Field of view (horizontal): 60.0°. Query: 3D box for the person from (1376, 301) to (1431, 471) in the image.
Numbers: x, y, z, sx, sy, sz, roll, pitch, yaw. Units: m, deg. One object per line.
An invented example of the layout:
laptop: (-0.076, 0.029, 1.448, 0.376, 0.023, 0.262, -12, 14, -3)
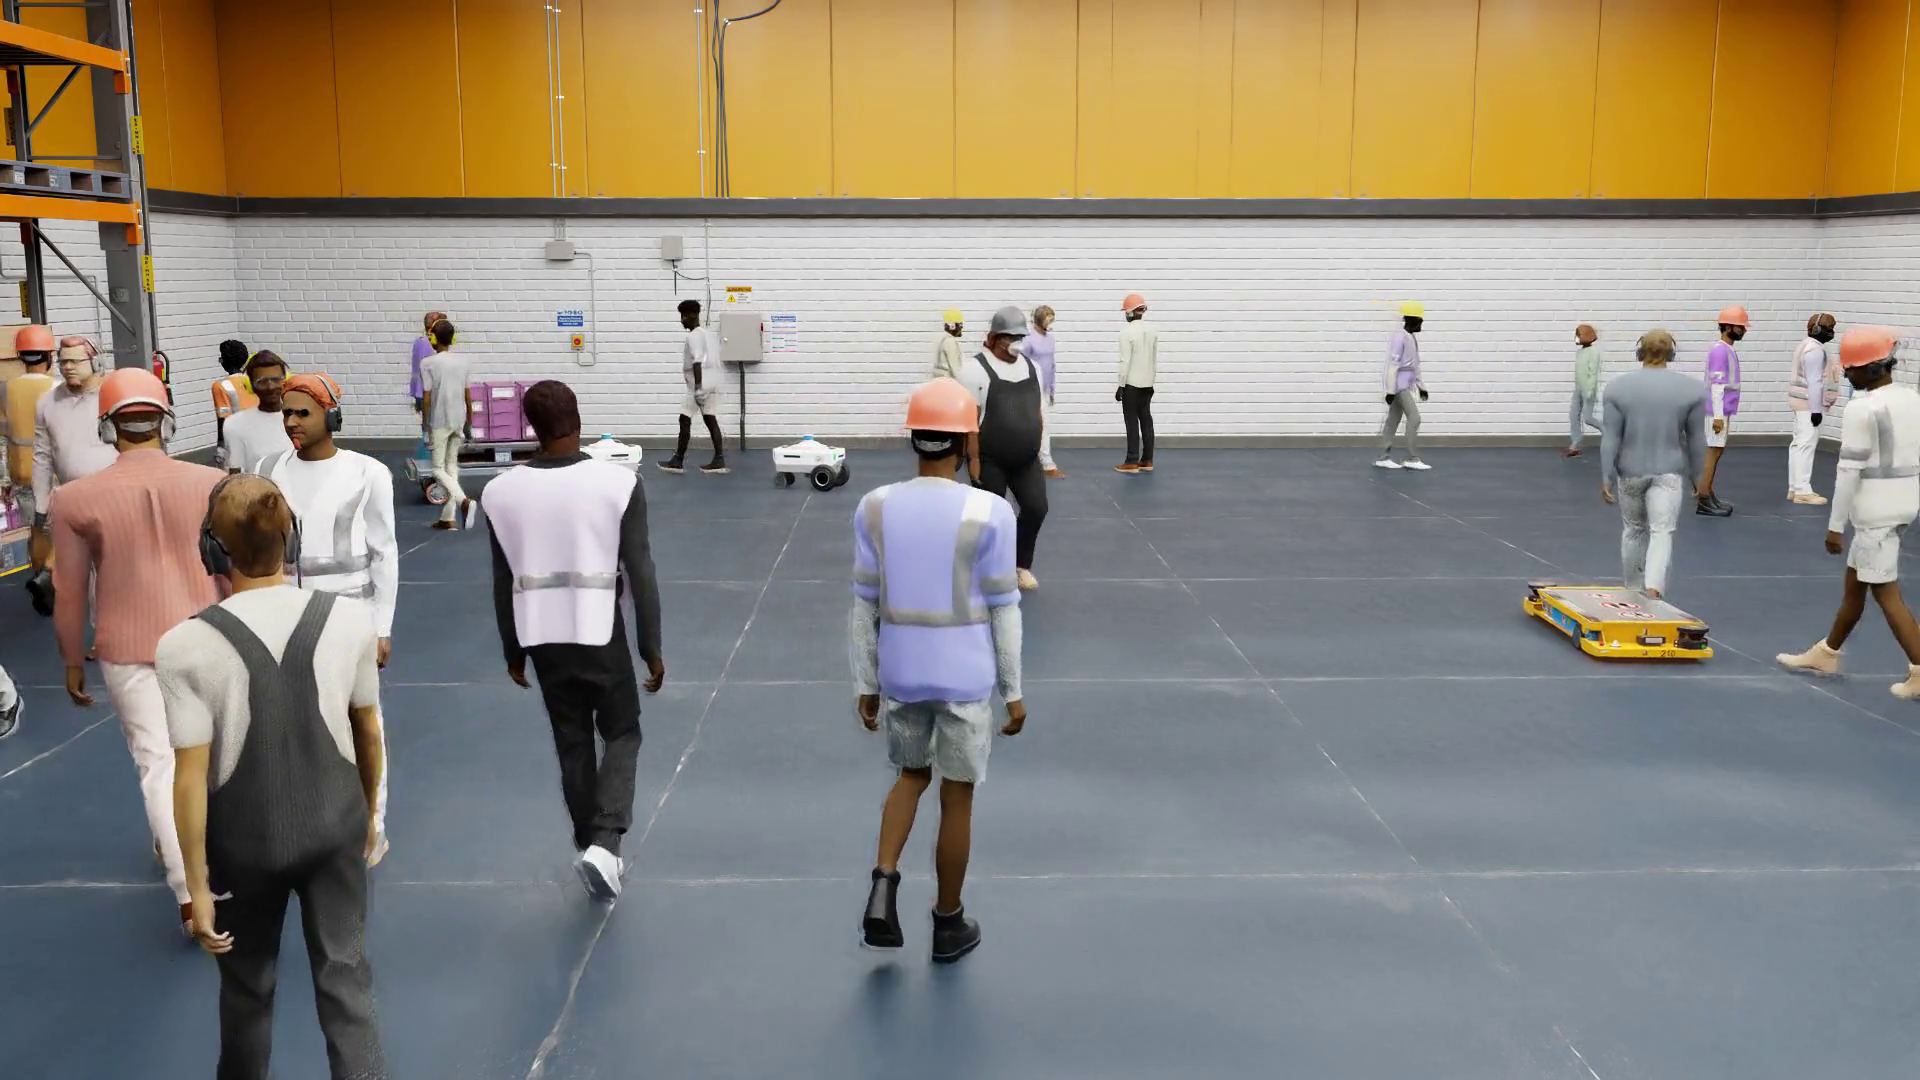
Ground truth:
person: (5.075, -1.728, 18.743, 0.788, 1.898, 0.597, 4, 10, 24)

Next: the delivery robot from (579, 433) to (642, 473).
delivery robot: (-3.662, -0.863, 17.260, 0.707, 0.478, 0.477, -2, 9, -15)

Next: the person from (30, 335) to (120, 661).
person: (-4.986, -0.225, 9.543, 0.681, 1.888, 0.507, 0, 9, 2)

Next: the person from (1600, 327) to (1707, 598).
person: (4.469, -0.427, 10.772, 0.637, 1.909, 0.964, 4, 10, 24)

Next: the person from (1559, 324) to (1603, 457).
person: (7.594, -1.794, 20.015, 0.594, 1.611, 0.505, -2, 9, -10)

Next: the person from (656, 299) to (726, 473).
person: (-3.008, -1.703, 18.489, 0.886, 1.922, 0.641, 1, 9, 9)

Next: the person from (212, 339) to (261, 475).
person: (-5.847, -0.778, 13.528, 0.322, 1.697, 0.532, 3, 10, 20)

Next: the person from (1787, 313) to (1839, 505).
person: (8.268, -1.271, 16.132, 0.430, 1.840, 0.623, 3, 10, 19)

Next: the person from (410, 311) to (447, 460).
person: (-5.534, -1.488, 17.499, 0.453, 1.822, 0.562, -7, 12, -38)

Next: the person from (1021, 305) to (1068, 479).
person: (0.784, -1.632, 18.221, 0.976, 1.895, 0.640, 6, 11, 34)

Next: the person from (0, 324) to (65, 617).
person: (-5.933, -0.423, 10.711, 0.549, 1.921, 0.671, -1, 9, -7)

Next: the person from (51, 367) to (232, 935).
person: (-2.799, 0.368, 5.818, 0.623, 1.930, 1.067, -7, 12, -38)

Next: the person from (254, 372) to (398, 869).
person: (-2.405, 0.312, 6.286, 0.573, 1.883, 0.356, 1, 9, 8)

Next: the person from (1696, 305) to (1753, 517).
person: (7.037, -1.187, 15.312, 0.378, 1.932, 0.551, 5, 11, 29)

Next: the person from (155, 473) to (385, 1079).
person: (-1.626, 0.729, 4.004, 0.516, 1.796, 0.972, -6, 11, -33)

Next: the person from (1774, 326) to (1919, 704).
person: (4.883, -0.145, 8.829, 0.693, 1.973, 0.974, -6, 11, -31)

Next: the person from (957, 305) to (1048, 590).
person: (0.312, -0.618, 11.503, 0.685, 2.000, 0.542, -5, 10, -28)

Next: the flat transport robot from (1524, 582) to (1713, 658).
flat transport robot: (4.001, 0.477, 10.197, 0.652, 0.197, 1.431, 0, 9, 2)

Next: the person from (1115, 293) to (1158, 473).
person: (1.953, -1.751, 18.593, 0.623, 1.989, 0.400, -9, 13, -44)

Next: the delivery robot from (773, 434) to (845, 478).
delivery robot: (-1.561, -0.847, 17.163, 0.707, 0.478, 0.477, 2, 9, 15)

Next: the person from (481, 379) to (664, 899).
person: (-1.372, 0.376, 5.915, 0.644, 1.881, 0.548, 0, 9, 2)

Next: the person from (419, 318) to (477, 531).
person: (-4.363, -0.971, 14.256, 0.694, 1.853, 0.517, 8, 12, 39)

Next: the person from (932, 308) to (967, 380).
person: (-0.053, -1.870, 19.943, 0.912, 1.785, 0.617, -1, 9, -5)

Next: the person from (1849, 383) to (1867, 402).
person: (9.277, -1.310, 17.010, 0.315, 1.629, 0.508, -2, 9, -11)

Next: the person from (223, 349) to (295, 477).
person: (-3.598, -0.086, 8.816, 0.544, 1.852, 0.449, -6, 11, -35)

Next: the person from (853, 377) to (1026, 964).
person: (-0.075, 0.443, 5.372, 0.559, 1.925, 0.477, 4, 10, 24)

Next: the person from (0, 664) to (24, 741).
person: (-4.764, 0.121, 7.692, 0.608, 1.807, 0.800, 1, 9, 4)
